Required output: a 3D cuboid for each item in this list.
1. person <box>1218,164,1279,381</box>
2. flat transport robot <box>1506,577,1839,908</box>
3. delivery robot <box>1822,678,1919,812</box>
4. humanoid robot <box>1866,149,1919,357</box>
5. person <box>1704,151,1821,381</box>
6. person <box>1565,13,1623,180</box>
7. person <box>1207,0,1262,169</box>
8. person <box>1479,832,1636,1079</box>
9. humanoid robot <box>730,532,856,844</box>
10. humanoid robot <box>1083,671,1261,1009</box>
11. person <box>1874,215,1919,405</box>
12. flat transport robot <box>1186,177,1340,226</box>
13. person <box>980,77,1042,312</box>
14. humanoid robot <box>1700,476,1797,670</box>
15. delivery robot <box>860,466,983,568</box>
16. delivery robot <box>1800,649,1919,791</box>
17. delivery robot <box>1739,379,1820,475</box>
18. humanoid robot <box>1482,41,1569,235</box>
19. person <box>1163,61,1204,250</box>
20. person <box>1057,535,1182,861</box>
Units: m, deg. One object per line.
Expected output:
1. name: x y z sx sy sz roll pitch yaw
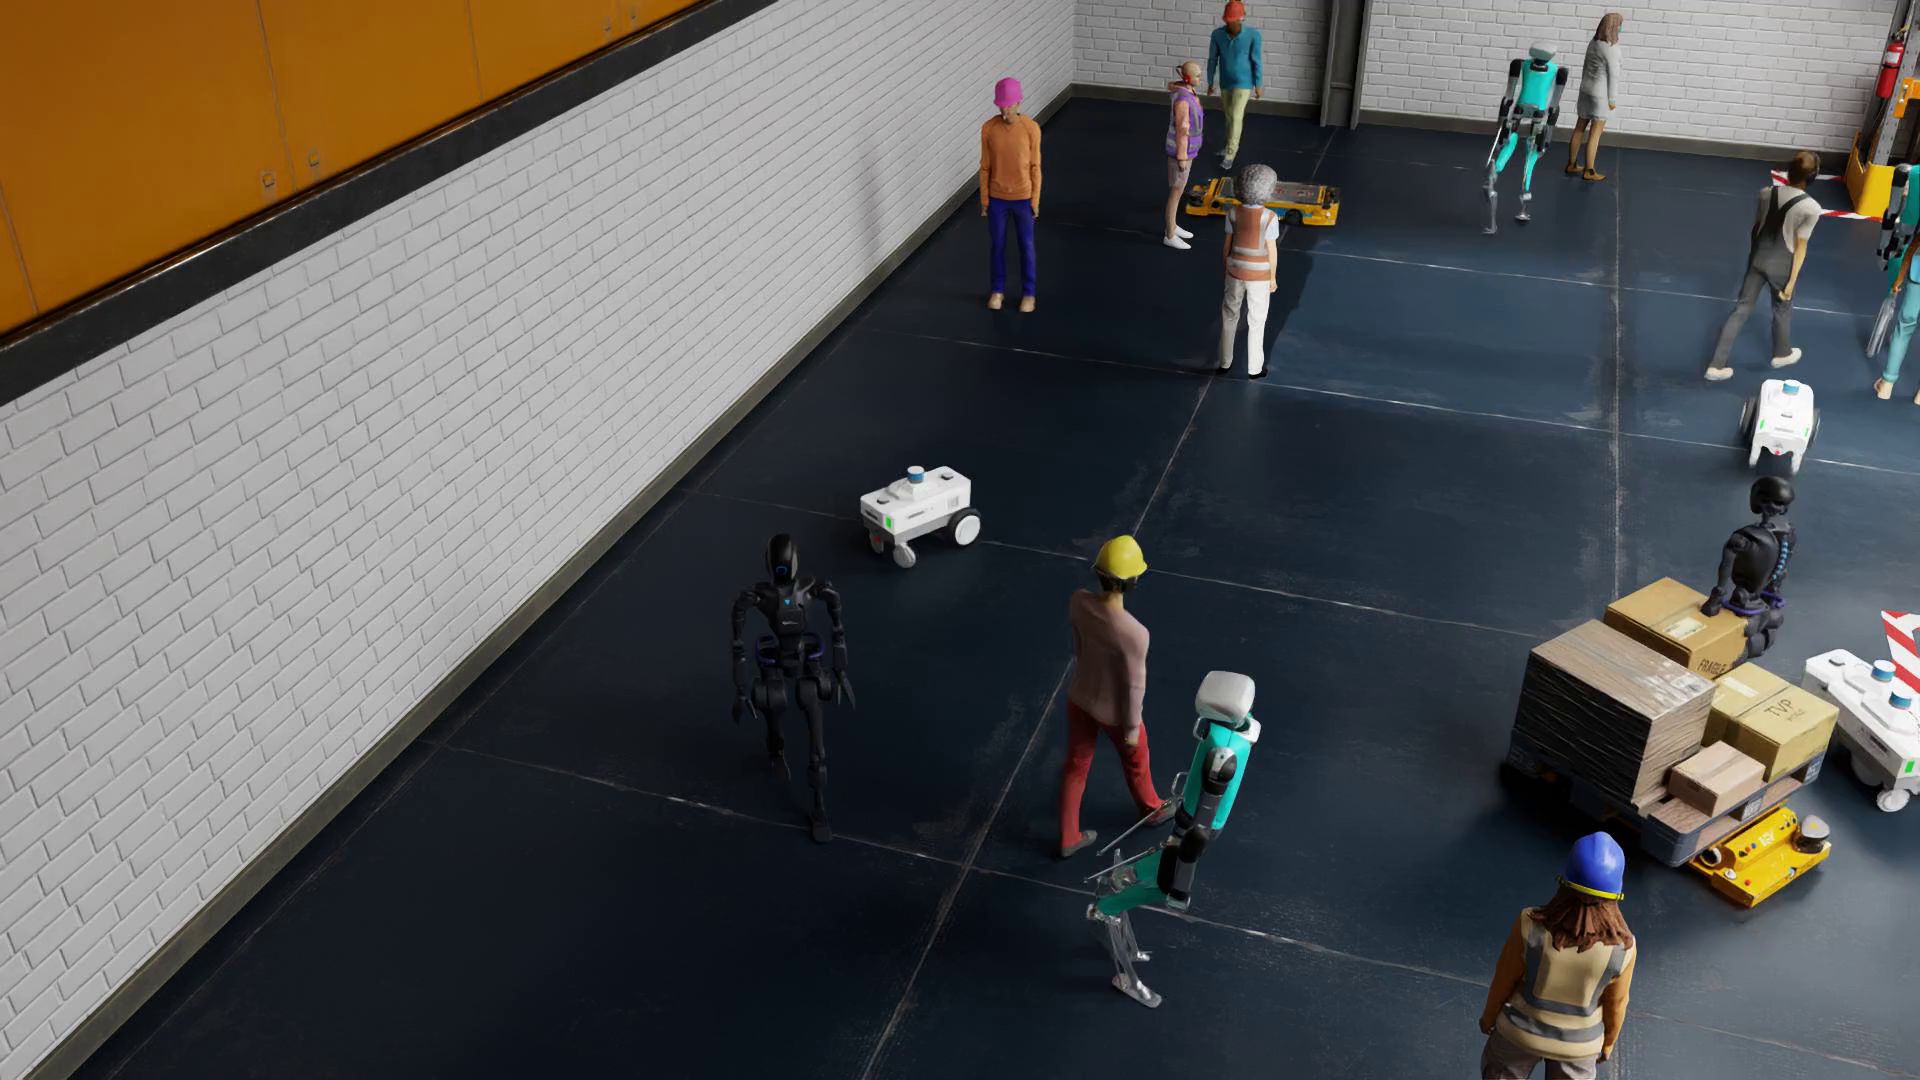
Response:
1. person: 2.202 -2.027 12.668 0.433 1.689 0.311 16 34 25
2. flat transport robot: 3.578 1.279 8.450 0.659 0.231 1.431 -19 36 -29
3. delivery robot: 4.792 1.018 8.630 0.516 0.614 0.785 -6 31 -9
4. humanoid robot: 7.503 -2.280 13.073 0.554 1.791 0.804 20 36 30
5. person: 6.212 -2.090 12.686 0.994 1.784 0.515 -20 36 -30
6. person: 6.505 -4.518 16.936 0.341 1.659 0.486 -10 32 -16
7. person: 2.815 -4.758 17.310 0.586 1.700 0.746 20 36 30
8. person: 2.157 1.793 6.097 0.472 1.771 0.324 9 32 14
9. humanoid robot: -0.828 0.648 8.183 0.612 1.642 0.748 -6 31 -11
10. humanoid robot: 0.799 1.282 7.001 0.803 1.772 0.544 9 32 15
11. person: 7.204 -1.899 12.279 0.542 1.864 0.370 15 34 24
12. flat transport robot: 2.968 -3.312 16.260 1.431 0.231 0.659 7 31 13
13. person: 0.416 -2.865 13.822 0.520 1.972 0.405 6 31 10
14. humanoid robot: 3.987 0.438 8.533 0.606 1.622 0.760 -16 34 -25
15. delivery robot: -0.246 -0.189 10.684 0.785 0.614 0.520 -22 37 -32
16. delivery robot: 4.832 0.929 8.777 0.515 0.609 0.780 -13 33 -21
17. delivery robot: 5.835 -0.848 11.805 0.499 0.614 0.802 13 33 21
18. humanoid robot: 5.215 -3.688 15.472 0.581 1.788 0.857 14 33 22
19. person: 2.040 -3.529 15.222 0.342 1.693 0.495 6 31 11
20. person: 0.774 0.728 7.937 0.775 1.732 0.533 -23 38 -34
